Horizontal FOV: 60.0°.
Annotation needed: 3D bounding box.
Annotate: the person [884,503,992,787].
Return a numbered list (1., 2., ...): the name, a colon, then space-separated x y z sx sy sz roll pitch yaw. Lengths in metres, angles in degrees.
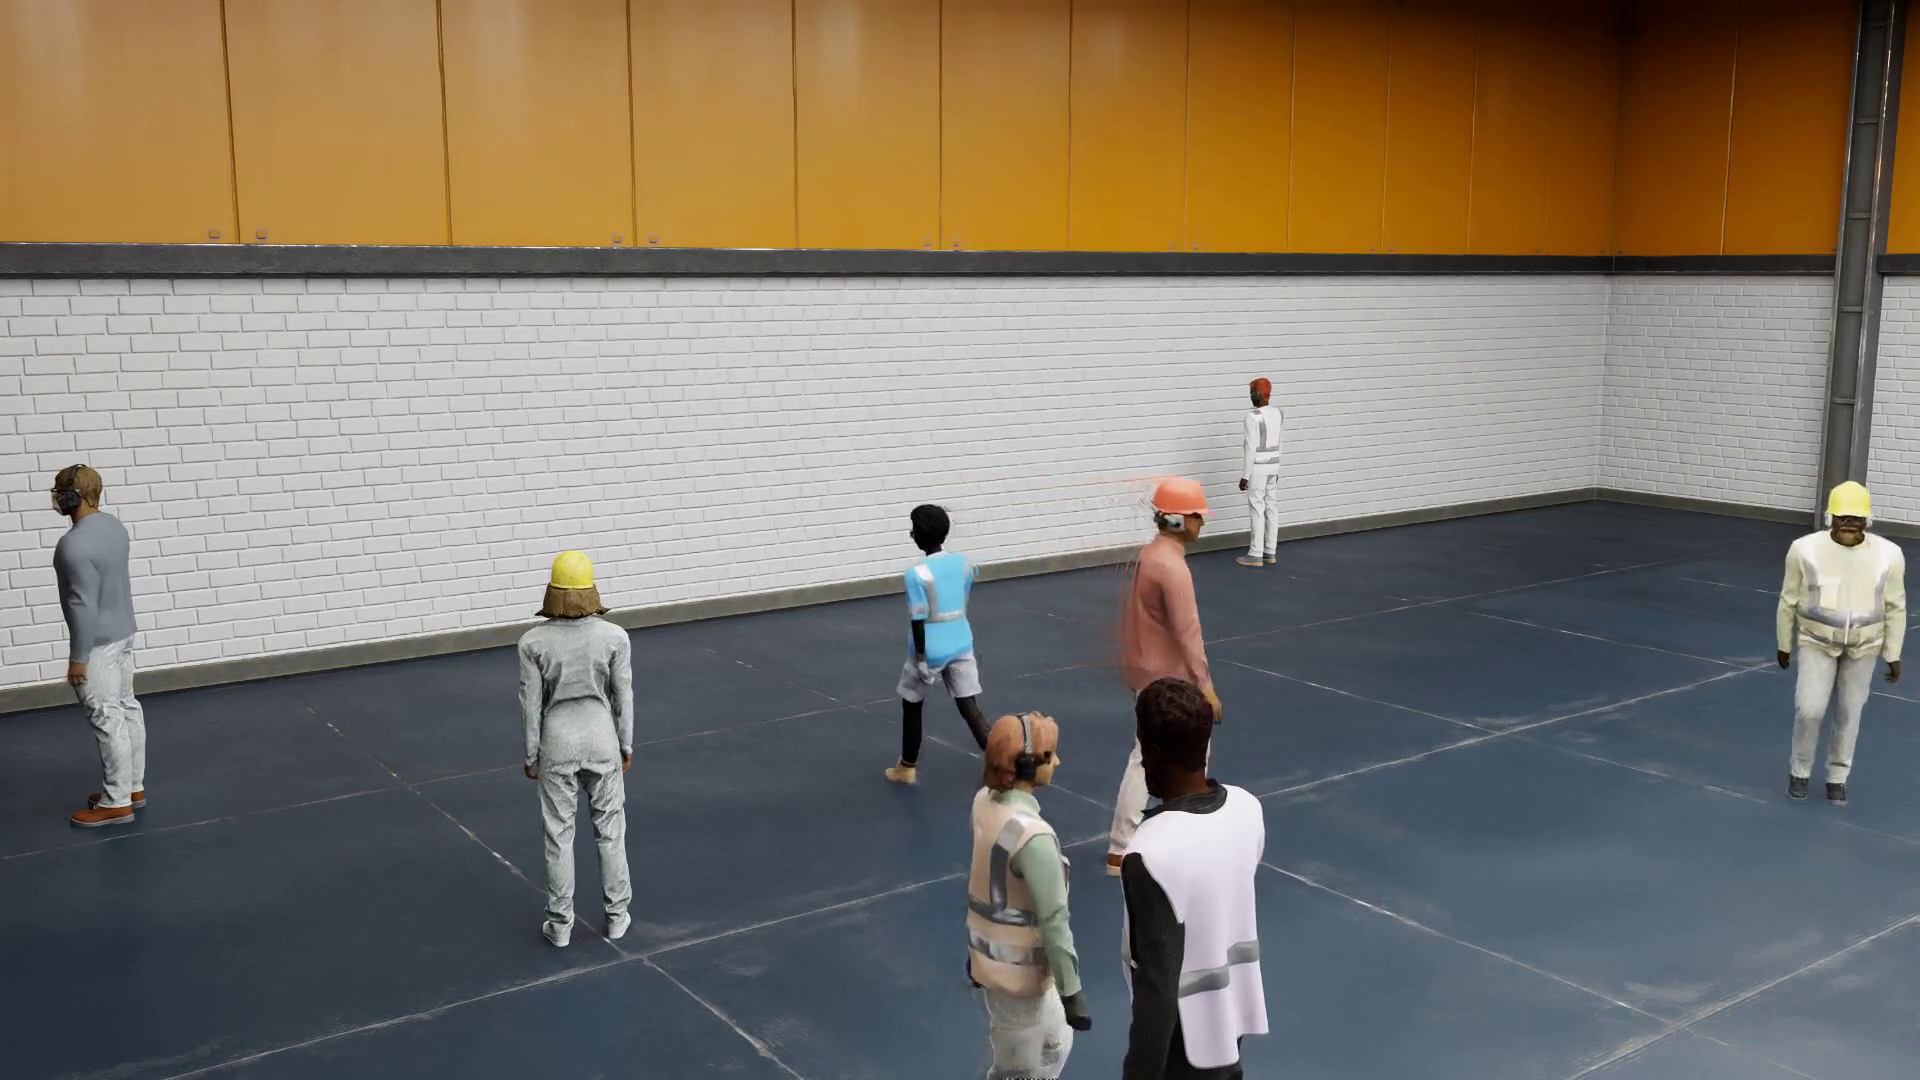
1. person: -0.063 0.622 9.315 0.527 1.663 0.848 -9 13 -42

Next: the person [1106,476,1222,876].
1. person: 1.096 0.672 8.082 0.846 1.964 0.634 0 9 0

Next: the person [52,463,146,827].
1. person: -4.602 0.556 8.871 0.379 1.940 0.629 -1 9 -7

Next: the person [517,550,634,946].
1. person: -1.676 0.908 7.301 0.491 1.744 0.295 -3 10 -19

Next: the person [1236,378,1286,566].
1. person: 3.009 -0.681 16.664 0.356 1.886 0.574 9 13 44

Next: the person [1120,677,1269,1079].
1. person: 0.601 1.303 4.336 0.371 1.913 0.597 6 11 33

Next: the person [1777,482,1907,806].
1. person: 4.820 0.579 9.109 0.610 1.812 0.476 3 10 18

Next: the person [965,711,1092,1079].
1. person: 0.214 1.325 5.096 0.430 1.624 0.521 -2 9 -11
